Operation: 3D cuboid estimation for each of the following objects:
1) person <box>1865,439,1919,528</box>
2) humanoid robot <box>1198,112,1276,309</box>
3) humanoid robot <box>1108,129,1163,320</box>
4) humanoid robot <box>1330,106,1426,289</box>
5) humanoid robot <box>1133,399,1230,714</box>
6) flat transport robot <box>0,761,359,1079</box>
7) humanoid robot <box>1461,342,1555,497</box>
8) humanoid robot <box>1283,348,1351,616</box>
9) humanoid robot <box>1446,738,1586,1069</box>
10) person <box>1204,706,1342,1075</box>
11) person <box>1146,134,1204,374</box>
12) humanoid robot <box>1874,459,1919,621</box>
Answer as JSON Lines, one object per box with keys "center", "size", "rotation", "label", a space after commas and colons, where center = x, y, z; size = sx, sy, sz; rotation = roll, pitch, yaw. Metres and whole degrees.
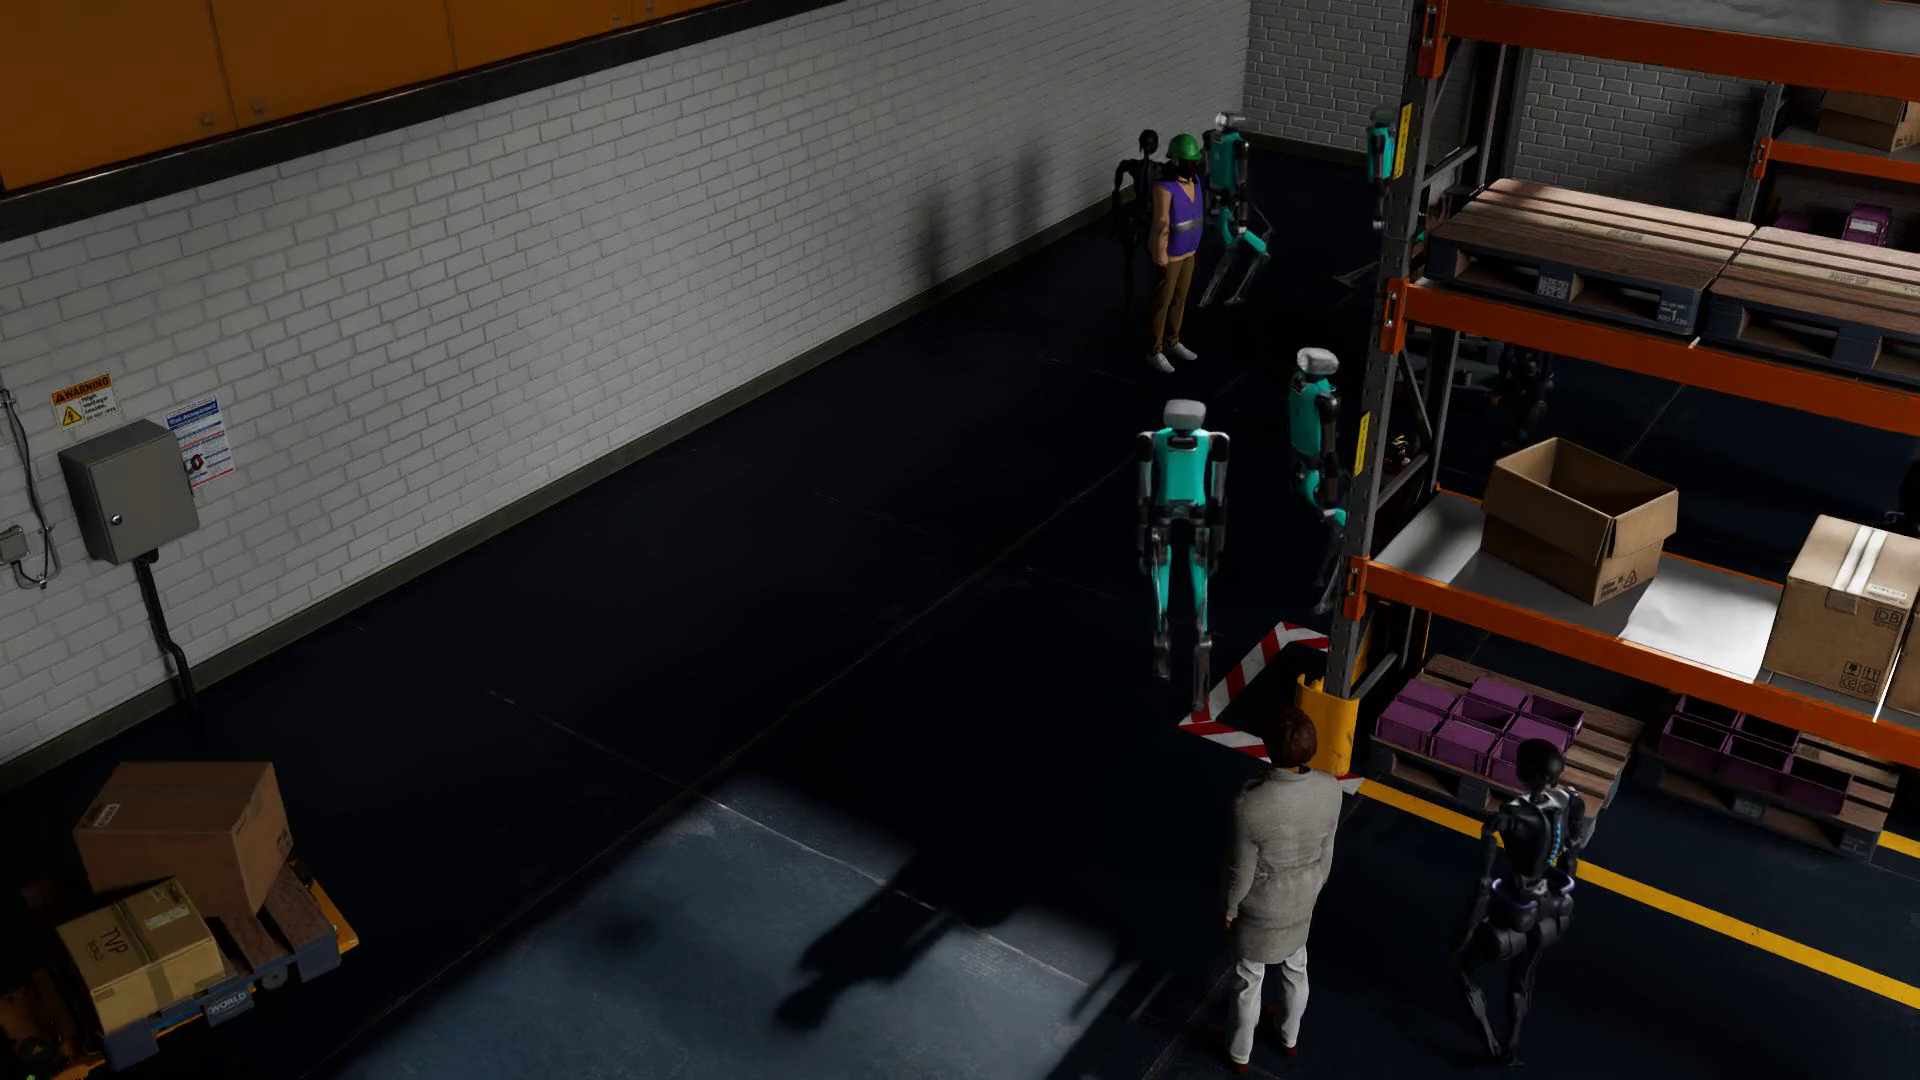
{"center": [6.003, -0.478, 10.245], "size": [0.537, 1.887, 0.653], "rotation": [19, 35, 30], "label": "person"}
{"center": [2.453, -2.877, 14.557], "size": [0.692, 1.787, 0.558], "rotation": [-17, 34, -27], "label": "humanoid robot"}
{"center": [1.570, -2.706, 14.333], "size": [0.608, 1.651, 0.317], "rotation": [9, 31, 15], "label": "humanoid robot"}
{"center": [3.867, -2.922, 14.659], "size": [1.020, 1.741, 0.545], "rotation": [7, 31, 13], "label": "humanoid robot"}
{"center": [1.225, 0.163, 9.339], "size": [0.548, 1.803, 0.819], "rotation": [3, 30, 4], "label": "humanoid robot"}
{"center": [-3.593, 1.958, 7.643], "size": [1.431, 0.231, 0.659], "rotation": [-23, 37, -34], "label": "flat transport robot"}
{"center": [3.954, -1.063, 11.529], "size": [0.795, 1.628, 0.610], "rotation": [-6, 30, -10], "label": "humanoid robot"}
{"center": [2.332, -0.359, 10.214], "size": [0.780, 1.791, 0.533], "rotation": [-9, 31, -15], "label": "humanoid robot"}
{"center": [2.356, 1.555, 6.927], "size": [0.613, 1.643, 0.390], "rotation": [-14, 33, -22], "label": "humanoid robot"}
{"center": [1.297, 1.468, 6.930], "size": [0.503, 1.833, 0.367], "rotation": [-10, 31, -17], "label": "person"}
{"center": [1.724, -2.327, 13.413], "size": [0.401, 1.930, 0.544], "rotation": [23, 37, 34], "label": "person"}
{"center": [5.353, 0.054, 9.542], "size": [0.447, 1.644, 0.606], "rotation": [7, 31, 13], "label": "humanoid robot"}
